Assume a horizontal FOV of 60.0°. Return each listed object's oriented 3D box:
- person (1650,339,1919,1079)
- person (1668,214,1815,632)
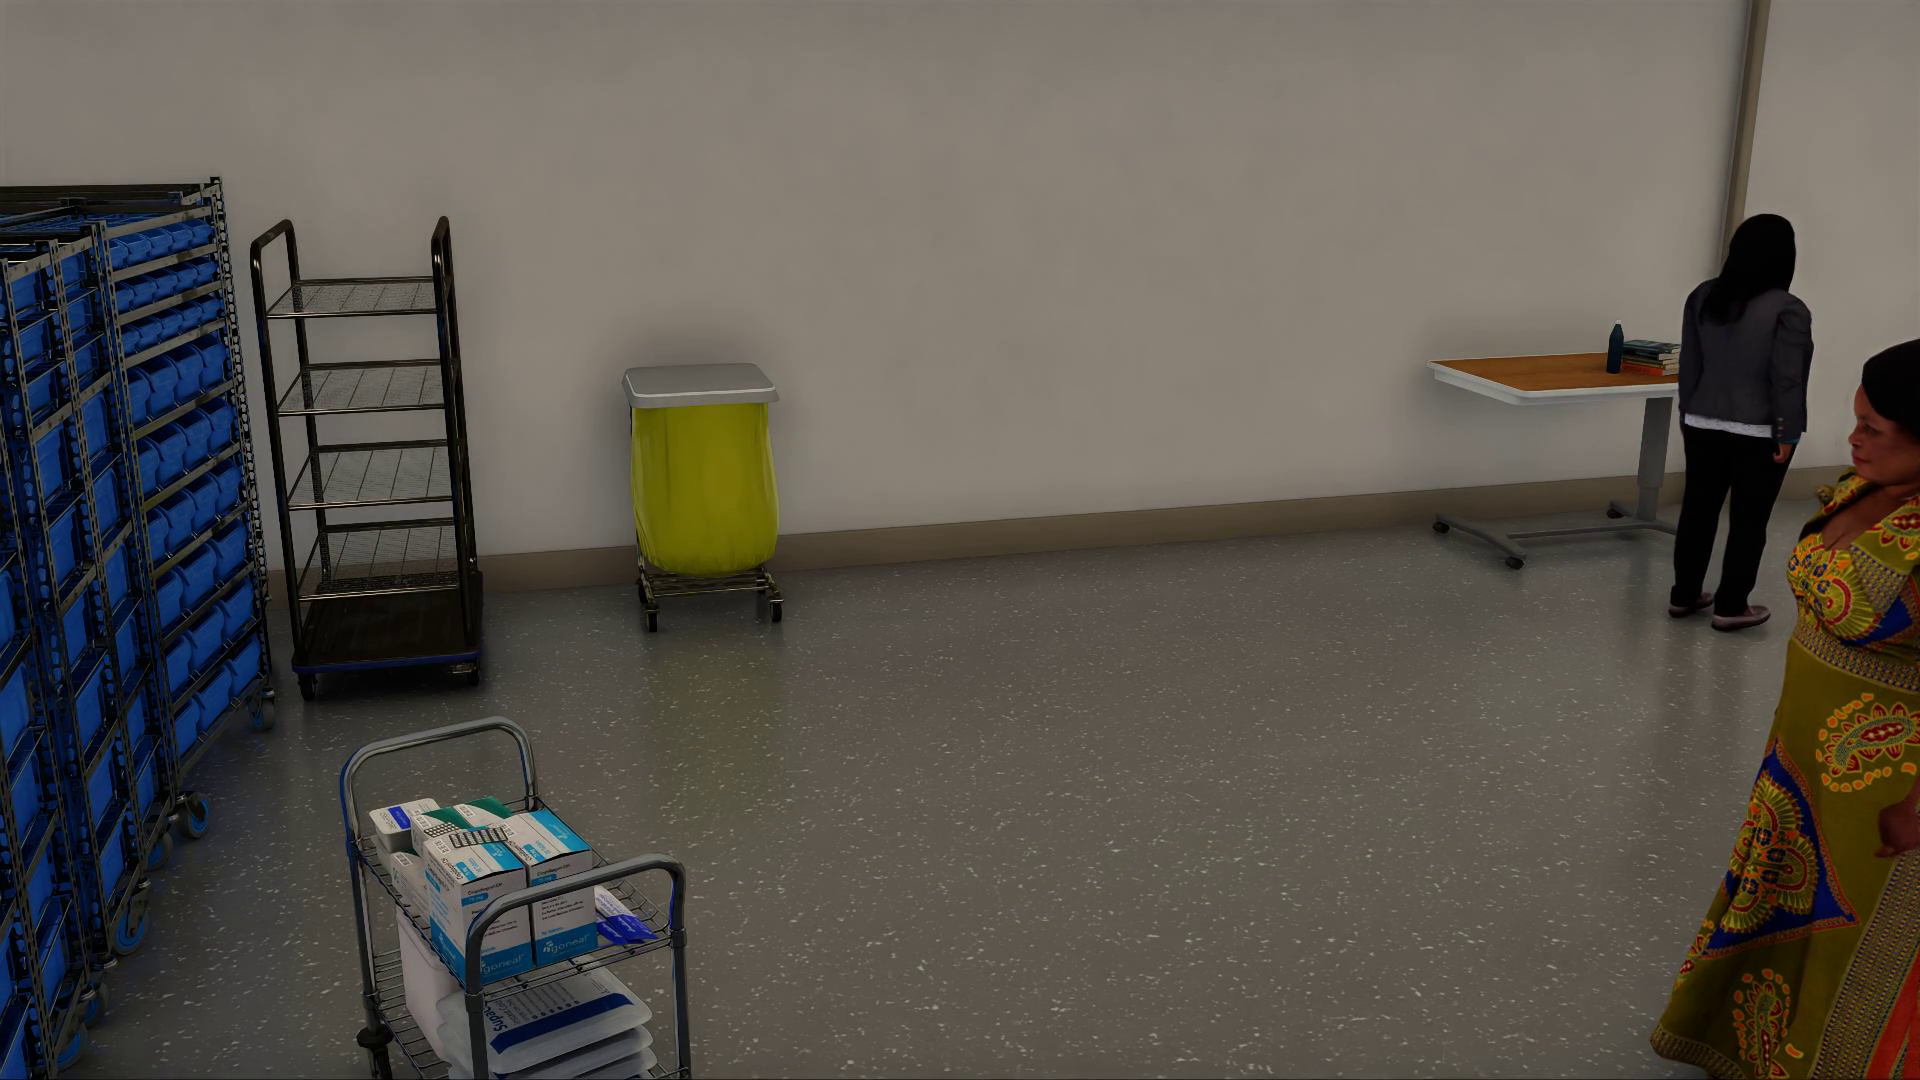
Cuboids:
[{"bbox_3d":[1.764,0.424,3.210,0.840,1.659,0.904,-1,16,-5],"label":"person"},{"bbox_3d":[2.996,-0.447,6.409,0.749,1.599,0.744,-9,18,-30],"label":"person"}]
